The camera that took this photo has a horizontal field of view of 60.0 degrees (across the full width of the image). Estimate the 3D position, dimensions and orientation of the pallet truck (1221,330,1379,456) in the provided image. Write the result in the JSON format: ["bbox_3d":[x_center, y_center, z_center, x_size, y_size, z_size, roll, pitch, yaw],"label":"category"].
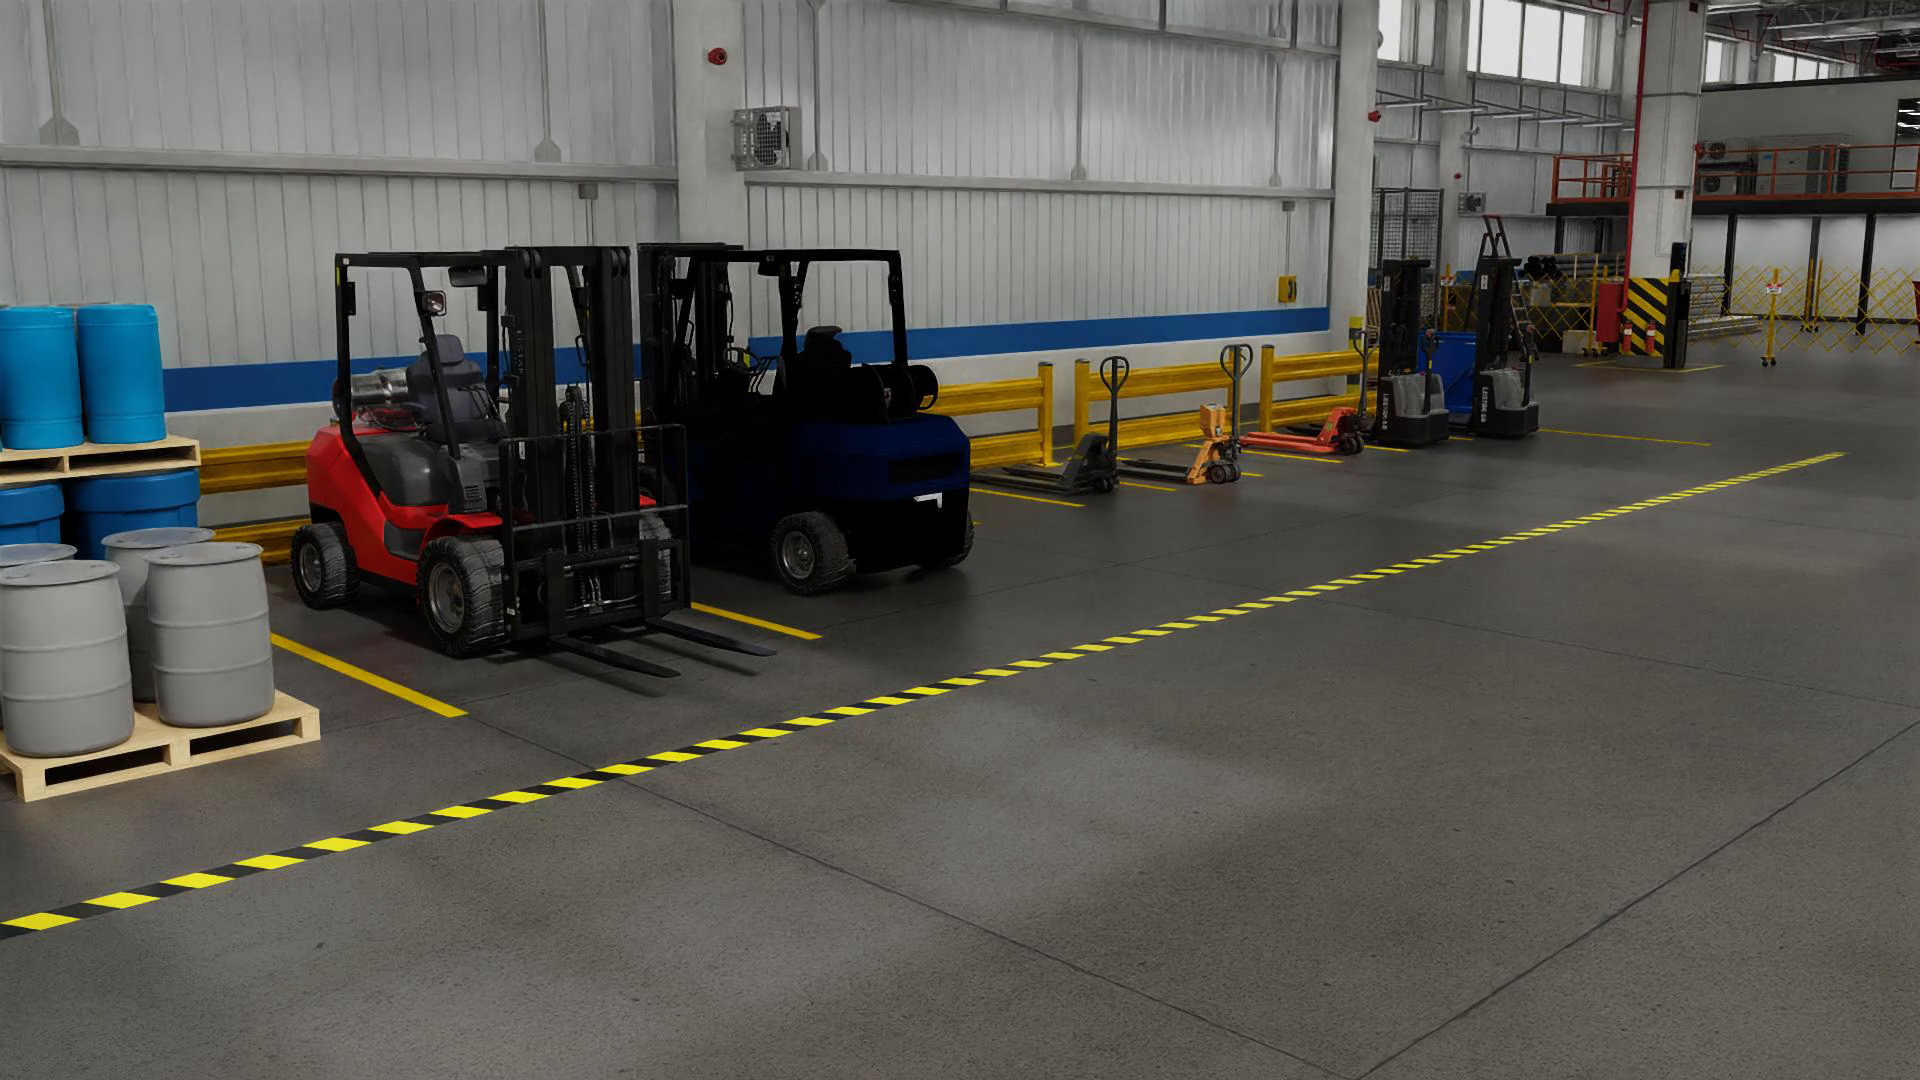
[{"bbox_3d":[3.563,-1.581,17.381,0.653,1.274,1.630,-10,14,-44],"label":"pallet truck"}]

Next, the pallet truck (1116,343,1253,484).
[{"bbox_3d":[1.962,-1.215,15.415,1.522,1.261,0.704,10,14,43],"label":"pallet truck"}]

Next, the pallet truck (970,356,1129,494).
[{"bbox_3d":[0.784,-1.085,14.876,0.680,1.201,1.601,-10,14,-44],"label":"pallet truck"}]

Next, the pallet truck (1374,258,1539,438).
[{"bbox_3d":[5.704,-2.208,18.901,1.885,1.965,0.823,10,14,43],"label":"pallet truck"}]

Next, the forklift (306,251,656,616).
[{"bbox_3d":[-2.833,-0.669,9.694,1.157,1.987,2.680,-10,14,-44],"label":"forklift"}]

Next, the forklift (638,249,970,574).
[{"bbox_3d":[-1.173,-0.958,11.239,2.680,1.987,1.157,10,14,43],"label":"forklift"}]

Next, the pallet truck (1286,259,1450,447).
[{"bbox_3d":[4.493,-2.078,18.196,0.823,1.965,1.885,-9,14,-40],"label":"pallet truck"}]
